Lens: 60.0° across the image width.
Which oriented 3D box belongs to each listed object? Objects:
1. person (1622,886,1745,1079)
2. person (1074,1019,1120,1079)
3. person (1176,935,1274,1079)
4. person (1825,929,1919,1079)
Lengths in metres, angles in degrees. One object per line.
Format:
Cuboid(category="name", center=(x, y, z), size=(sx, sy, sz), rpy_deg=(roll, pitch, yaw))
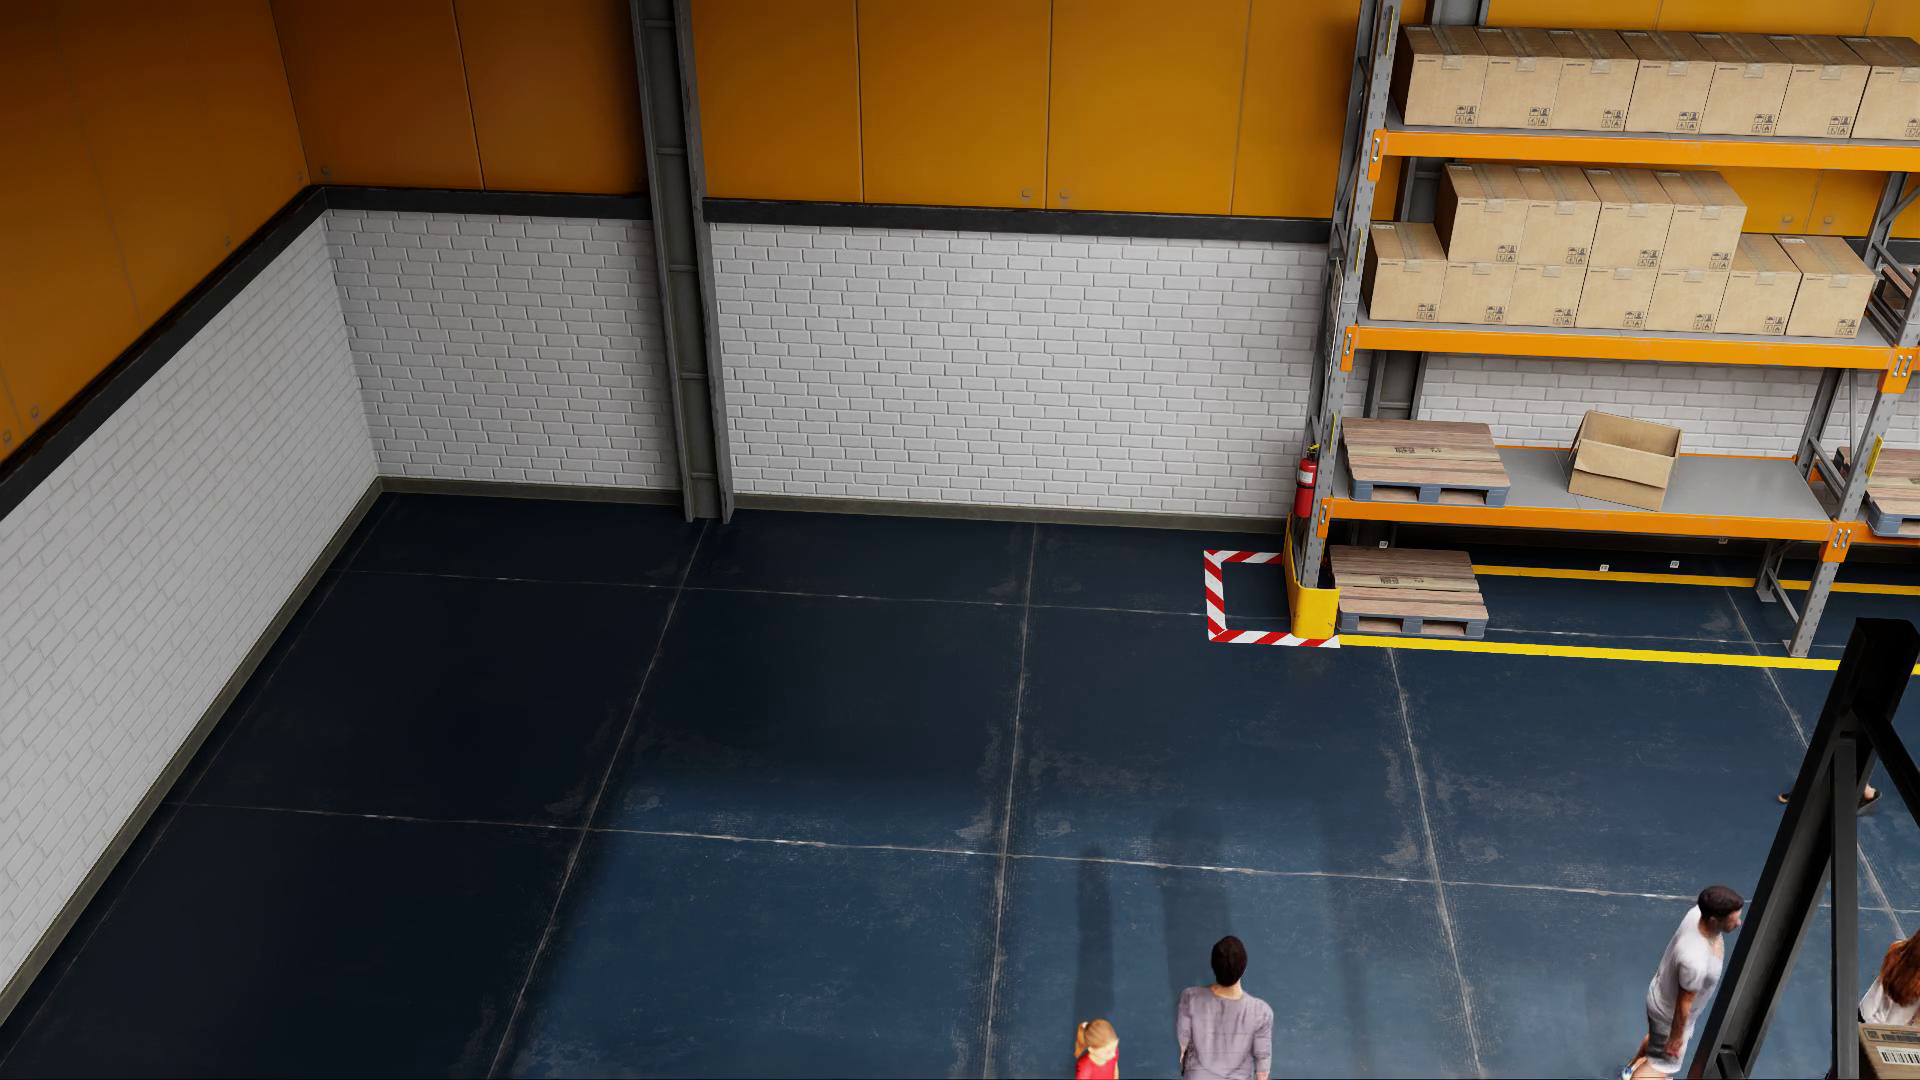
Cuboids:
Cuboid(category="person", center=(4.013, 2.624, 9.396), size=(0.709, 1.829, 0.774), rpy_deg=(13, 36, 19))
Cuboid(category="person", center=(0.716, 3.090, 9.167), size=(0.564, 1.305, 0.614), rpy_deg=(-29, 43, -36))
Cuboid(category="person", center=(1.369, 2.937, 8.918), size=(0.585, 1.835, 0.754), rpy_deg=(6, 34, 10))
Cuboid(category="person", center=(5.100, 2.764, 9.297), size=(0.808, 1.704, 0.705), rpy_deg=(-9, 35, -13))
